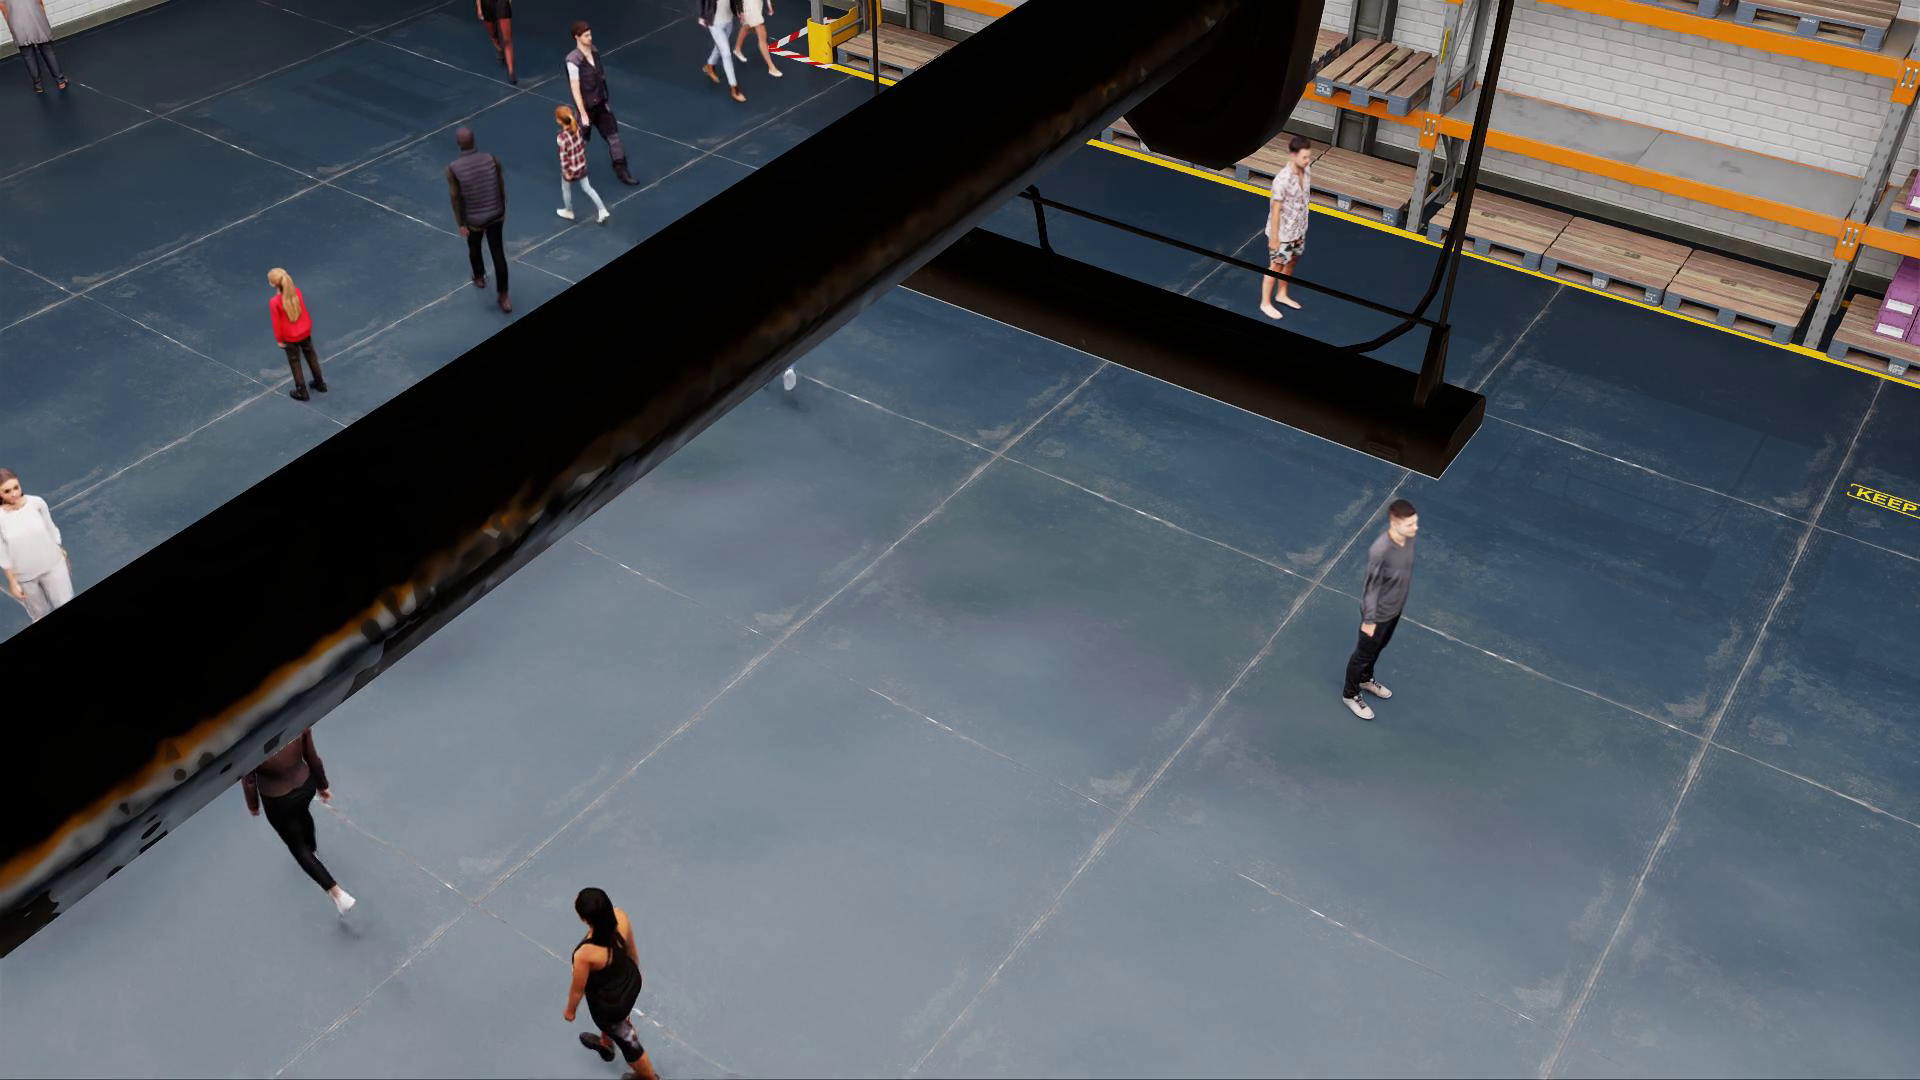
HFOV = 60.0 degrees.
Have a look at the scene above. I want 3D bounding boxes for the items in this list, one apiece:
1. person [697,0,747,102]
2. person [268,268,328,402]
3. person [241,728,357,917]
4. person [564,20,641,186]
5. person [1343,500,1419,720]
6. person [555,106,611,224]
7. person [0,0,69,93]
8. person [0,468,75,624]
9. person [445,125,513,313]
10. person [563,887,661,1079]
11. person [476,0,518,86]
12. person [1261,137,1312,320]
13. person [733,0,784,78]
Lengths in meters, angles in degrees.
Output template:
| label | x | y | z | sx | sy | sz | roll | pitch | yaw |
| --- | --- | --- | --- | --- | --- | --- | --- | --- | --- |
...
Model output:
| label | x | y | z | sx | sy | sz | roll | pitch | yaw |
| --- | --- | --- | --- | --- | --- | --- | --- | --- | --- |
| person | -2.895 | -6.187 | 19.735 | 0.880 | 1.803 | 1.236 | -29 | 47 | -31 |
| person | -5.860 | -1.834 | 14.703 | 0.508 | 1.281 | 0.493 | 24 | 44 | 27 |
| person | -4.024 | 1.608 | 10.084 | 1.107 | 1.667 | 0.662 | 28 | 46 | 30 |
| person | -4.048 | -4.666 | 17.830 | 1.207 | 1.804 | 0.775 | 18 | 42 | 22 |
| person | 2.914 | 0.444 | 11.467 | 0.543 | 1.760 | 0.634 | 28 | 46 | 30 |
| person | -3.952 | -3.878 | 17.254 | 0.869 | 1.292 | 0.517 | 24 | 44 | 27 |
| person | -11.149 | -6.182 | 19.883 | 0.746 | 1.611 | 0.787 | -18 | 42 | -22 |
| person | -6.635 | 0.173 | 11.875 | 0.896 | 1.674 | 0.687 | 30 | 48 | 32 |
| person | -4.495 | -3.010 | 15.760 | 0.995 | 1.799 | 1.174 | -17 | 42 | -20 |
| person | -1.813 | 2.483 | 9.006 | 0.897 | 1.644 | 0.708 | 13 | 40 | 16 |
| person | -5.637 | -6.459 | 20.159 | 1.119 | 1.700 | 1.191 | -7 | 39 | -8 |
| person | 3.078 | -2.979 | 15.713 | 0.629 | 1.810 | 0.707 | 31 | 48 | 33 |
| person | -2.581 | -6.548 | 20.304 | 1.206 | 1.658 | 0.671 | 32 | 48 | 33 |
